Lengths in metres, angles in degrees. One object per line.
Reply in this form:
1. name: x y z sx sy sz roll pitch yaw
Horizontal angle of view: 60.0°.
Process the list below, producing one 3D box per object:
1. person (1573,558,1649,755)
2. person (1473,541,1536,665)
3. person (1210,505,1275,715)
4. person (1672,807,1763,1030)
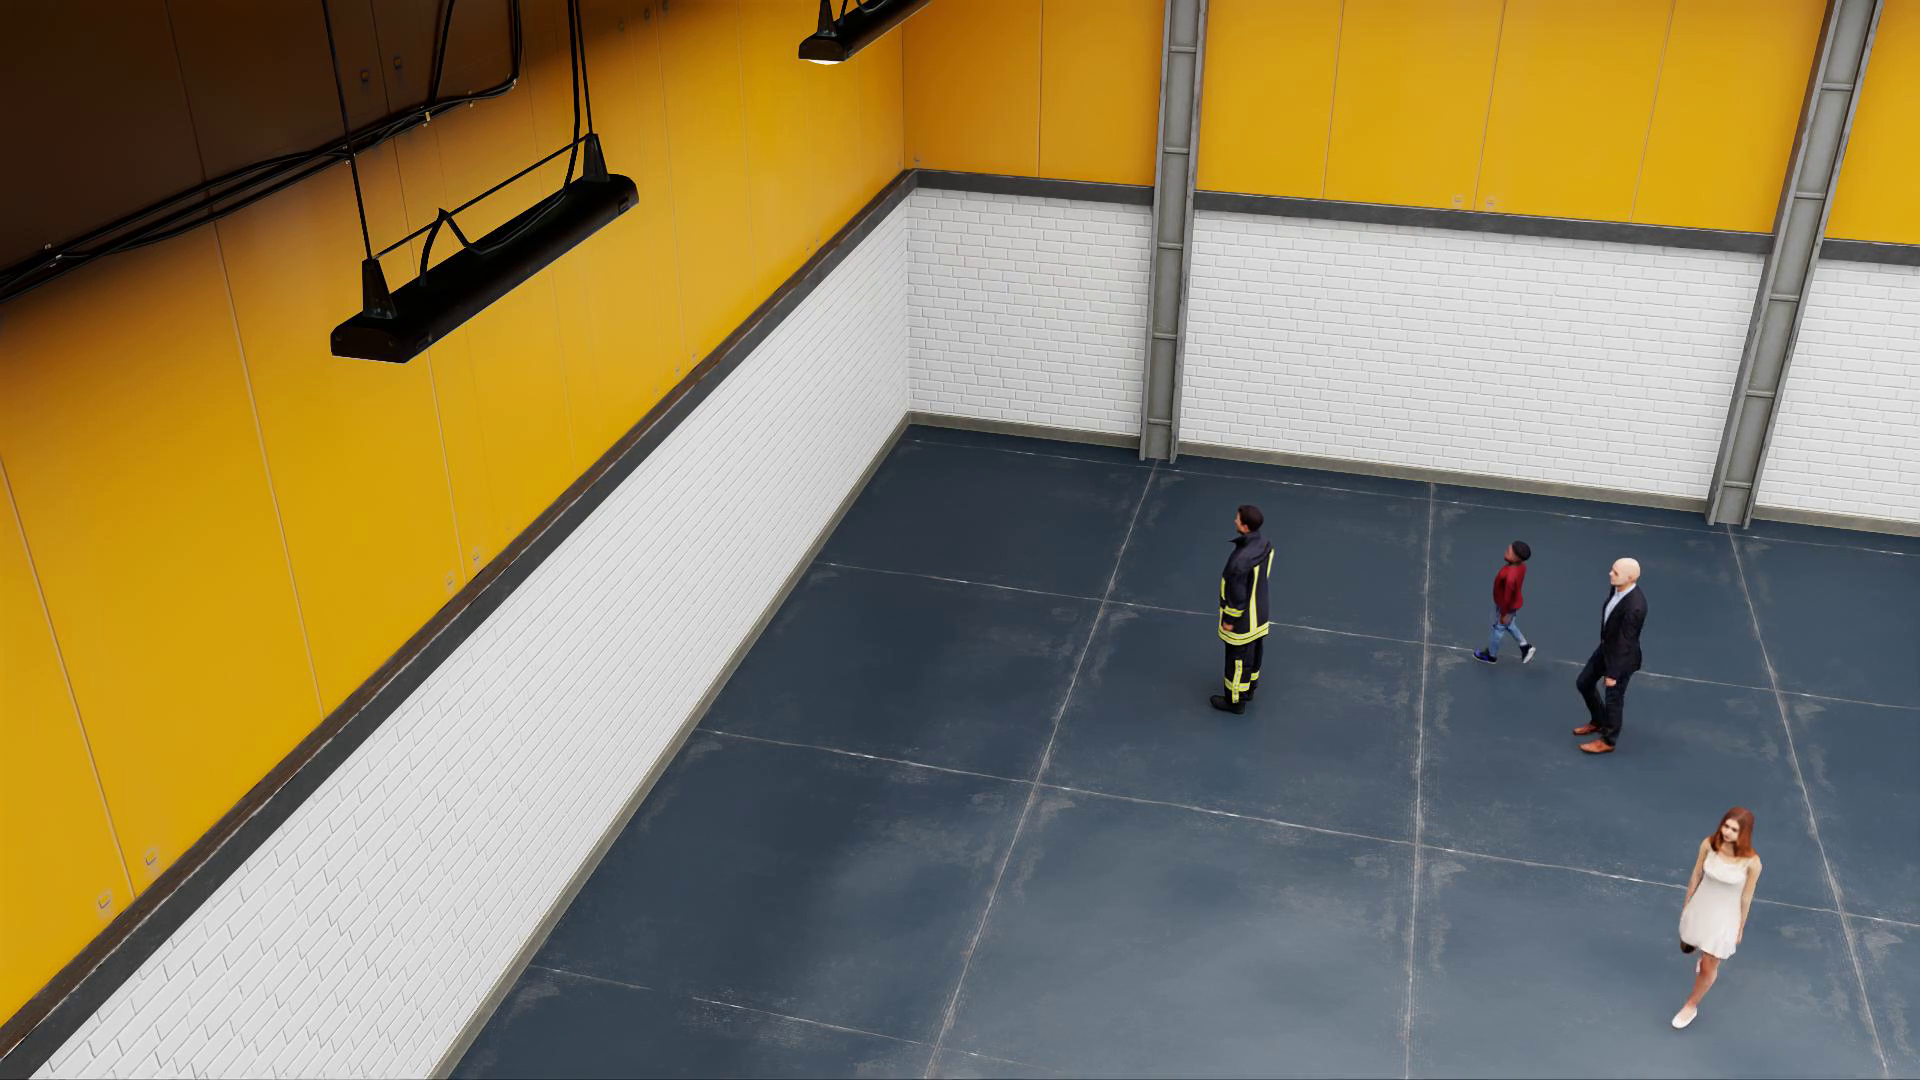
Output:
1. person: 5.391 0.948 13.460 0.736 1.787 0.774 -1 29 -3
2. person: 4.909 0.575 14.712 0.794 1.244 0.650 19 34 31
3. person: 2.404 0.568 14.010 0.798 1.928 0.864 17 33 29
4. person: 4.989 2.408 10.880 0.914 1.695 0.941 -23 36 -36
